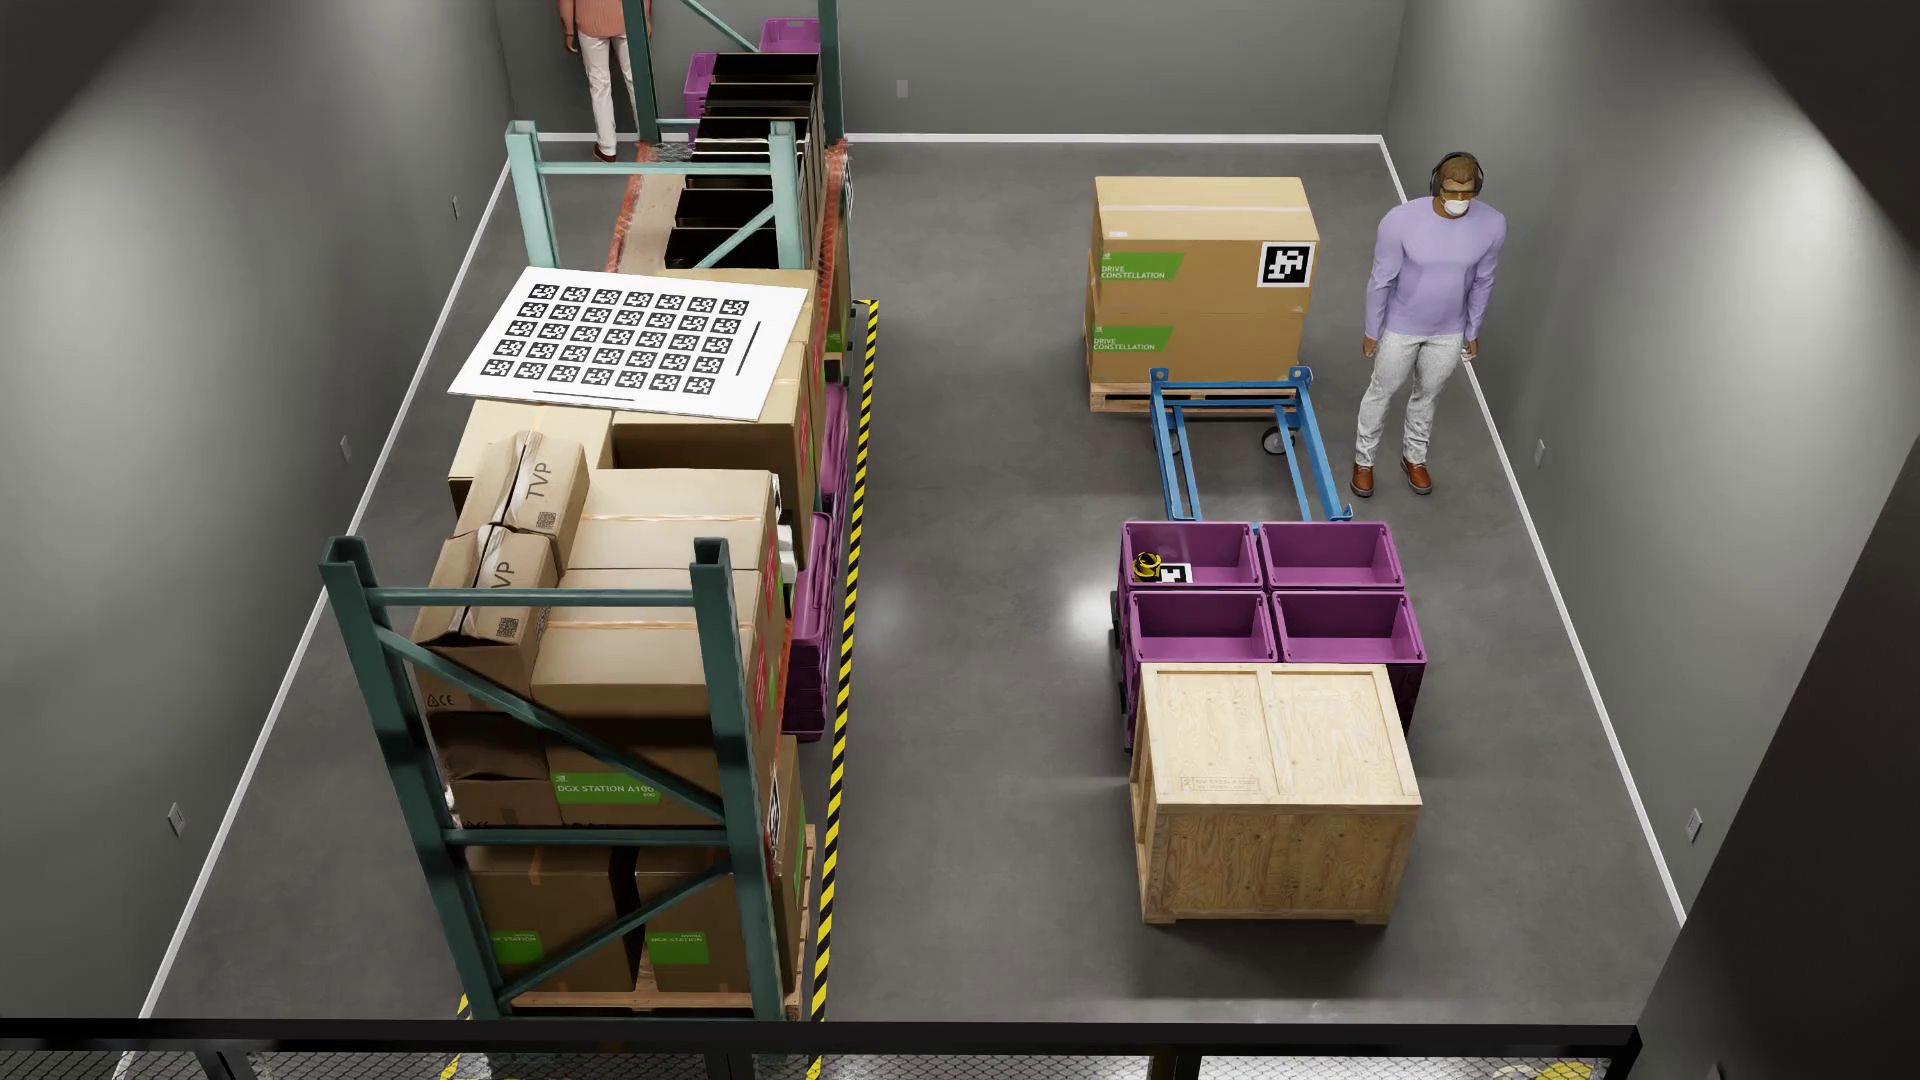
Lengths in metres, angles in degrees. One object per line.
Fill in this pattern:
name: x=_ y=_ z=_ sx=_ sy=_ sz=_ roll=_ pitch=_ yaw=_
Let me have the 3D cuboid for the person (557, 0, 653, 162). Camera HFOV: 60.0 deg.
person: x=-2.334 y=-3.429 z=10.982 sx=0.622 sy=1.993 sz=0.382 roll=-16 pitch=44 yaw=-18

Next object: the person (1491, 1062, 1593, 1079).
person: x=1.602 y=2.069 z=4.833 sx=0.404 sy=1.833 sz=0.587 roll=5 pitch=41 yaw=6

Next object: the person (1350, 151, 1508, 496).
person: x=2.321 y=-1.063 z=8.326 sx=0.632 sy=1.940 sz=0.372 roll=-2 pitch=41 yaw=-2
